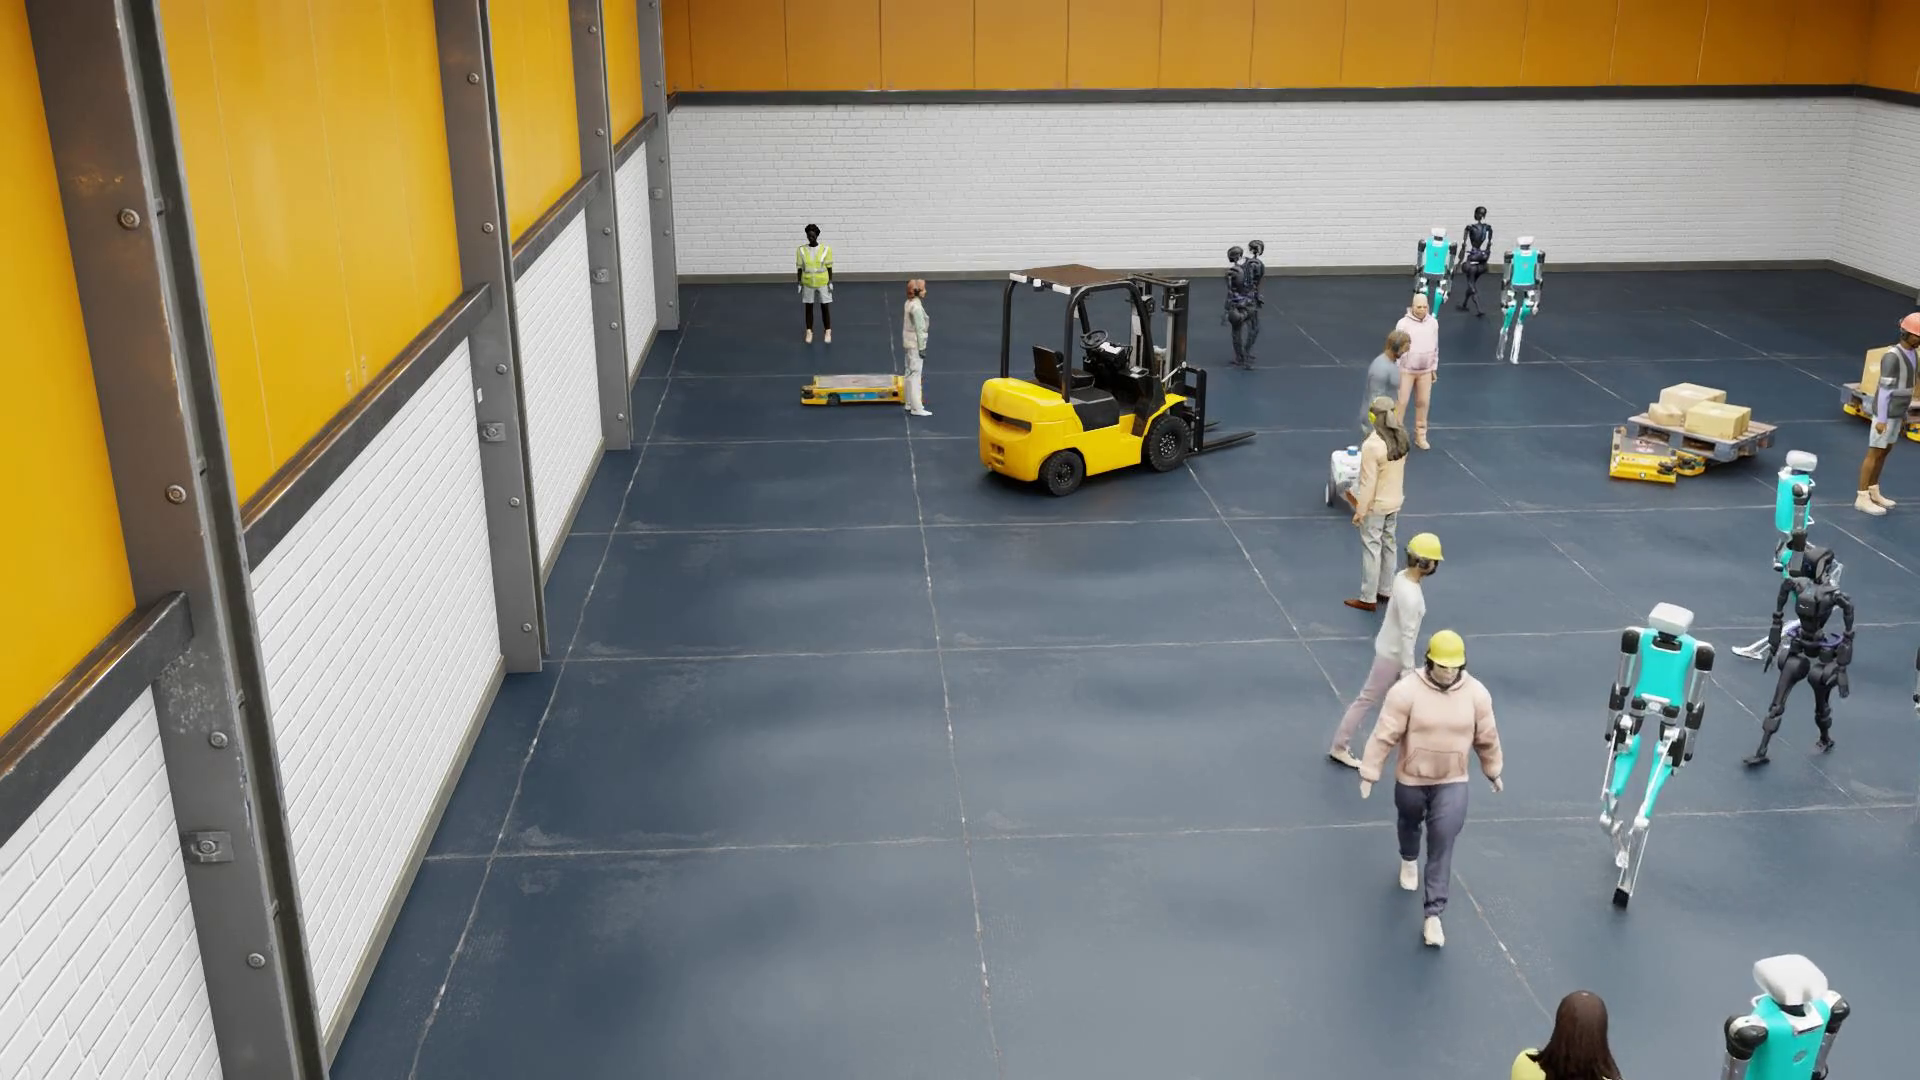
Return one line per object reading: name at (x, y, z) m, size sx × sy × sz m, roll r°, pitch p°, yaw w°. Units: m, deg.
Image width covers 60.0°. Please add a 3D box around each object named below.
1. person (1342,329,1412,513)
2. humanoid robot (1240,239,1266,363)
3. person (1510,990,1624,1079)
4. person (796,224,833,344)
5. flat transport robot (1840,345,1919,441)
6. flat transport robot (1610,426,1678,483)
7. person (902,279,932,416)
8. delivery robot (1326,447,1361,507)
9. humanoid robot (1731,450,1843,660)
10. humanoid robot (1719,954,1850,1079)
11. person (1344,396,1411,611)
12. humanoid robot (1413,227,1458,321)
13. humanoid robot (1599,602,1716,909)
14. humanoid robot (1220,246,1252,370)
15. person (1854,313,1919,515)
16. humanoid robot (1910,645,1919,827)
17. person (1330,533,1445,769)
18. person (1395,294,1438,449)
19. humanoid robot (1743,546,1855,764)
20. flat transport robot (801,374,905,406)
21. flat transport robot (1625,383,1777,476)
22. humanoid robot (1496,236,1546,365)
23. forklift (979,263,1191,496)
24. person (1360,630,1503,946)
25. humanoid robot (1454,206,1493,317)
person at (4.113, -1.123, 16.300) m, size 0.446 × 1.914 × 0.677 m, roll 8°, pitch 22°, yaw 20°
humanoid robot at (3.936, -3.215, 22.340) m, size 0.345 × 1.643 × 0.601 m, roll 5°, pitch 21°, yaw 15°
person at (2.392, 2.542, 6.570) m, size 0.511 × 1.738 × 0.782 m, roll 13°, pitch 24°, yaw 32°
person at (-2.037, -3.601, 23.379) m, size 0.533 × 1.690 × 0.319 m, roll 1°, pitch 20°, yaw 4°
flat transport robot at (11.138, -1.421, 19.498) m, size 0.659 × 0.231 × 1.431 m, roll -3°, pitch 20°, yaw -9°
flat transport robot at (7.481, -0.941, 18.192) m, size 0.659 × 0.231 × 1.431 m, roll 8°, pitch 22°, yaw 20°
person at (-0.533, -2.314, 19.936) m, size 0.313 × 1.641 × 0.514 m, roll -5°, pitch 21°, yaw -14°
delivery robot at (3.989, -0.645, 16.986) m, size 0.499 × 0.606 × 0.810 m, roll 2°, pitch 20°, yaw 6°
humanoid robot at (6.643, 0.169, 13.042) m, size 0.919 × 1.765 × 0.543 m, roll 4°, pitch 21°, yaw 10°
humanoid robot at (3.184, 2.369, 7.084) m, size 0.571 × 1.754 × 0.938 m, roll -6°, pitch 21°, yaw -17°
person at (3.563, -0.304, 14.129) m, size 0.555 × 1.876 × 0.402 m, roll -16°, pitch 26°, yaw -37°
humanoid robot at (6.557, -3.498, 23.035) m, size 0.549 × 1.727 × 1.042 m, roll 7°, pitch 21°, yaw 17°
humanoid robot at (4.055, 1.326, 9.913) m, size 0.543 × 1.780 × 0.928 m, roll 12°, pitch 23°, yaw 30°
humanoid robot at (3.681, -3.057, 21.951) m, size 0.390 × 1.638 × 0.587 m, roll 11°, pitch 23°, yaw 28°
person at (9.290, -1.265, 16.522) m, size 0.607 × 2.031 × 0.406 m, roll -17°, pitch 26°, yaw -39°
humanoid robot at (6.289, 1.128, 10.532) m, size 0.545 × 1.856 × 0.775 m, roll 12°, pitch 24°, yaw 30°
person at (3.048, 0.773, 11.433) m, size 0.924 × 1.695 × 0.594 m, roll 4°, pitch 21°, yaw 12°
person at (5.063, -1.888, 18.593) m, size 0.538 × 1.772 × 0.403 m, roll -3°, pitch 20°, yaw -8°
humanoid robot at (5.882, 0.805, 11.488) m, size 0.837 × 1.615 × 0.616 m, roll -13°, pitch 24°, yaw -32°
flat transport robot at (-1.249, -1.866, 20.711) m, size 1.431 × 0.231 × 0.659 m, roll -1°, pitch 20°, yaw -3°
flat transport robot at (8.117, -0.982, 18.302) m, size 1.431 × 0.231 × 0.659 m, roll -15°, pitch 25°, yaw -35°
humanoid robot at (7.434, -3.143, 22.229) m, size 0.548 × 1.915 × 0.705 m, roll 2°, pitch 20°, yaw 6°
forklift at (1.315, -1.764, 17.646) m, size 2.313 × 2.155 × 1.214 m, roll -14°, pitch 24°, yaw -33°
person at (2.747, 1.361, 9.664) m, size 0.828 × 1.810 × 0.995 m, roll 4°, pitch 20°, yaw 10°
humanoid robot at (7.794, -4.209, 25.149) m, size 0.606 × 1.646 × 0.788 m, roll -9°, pitch 22°, yaw -22°
